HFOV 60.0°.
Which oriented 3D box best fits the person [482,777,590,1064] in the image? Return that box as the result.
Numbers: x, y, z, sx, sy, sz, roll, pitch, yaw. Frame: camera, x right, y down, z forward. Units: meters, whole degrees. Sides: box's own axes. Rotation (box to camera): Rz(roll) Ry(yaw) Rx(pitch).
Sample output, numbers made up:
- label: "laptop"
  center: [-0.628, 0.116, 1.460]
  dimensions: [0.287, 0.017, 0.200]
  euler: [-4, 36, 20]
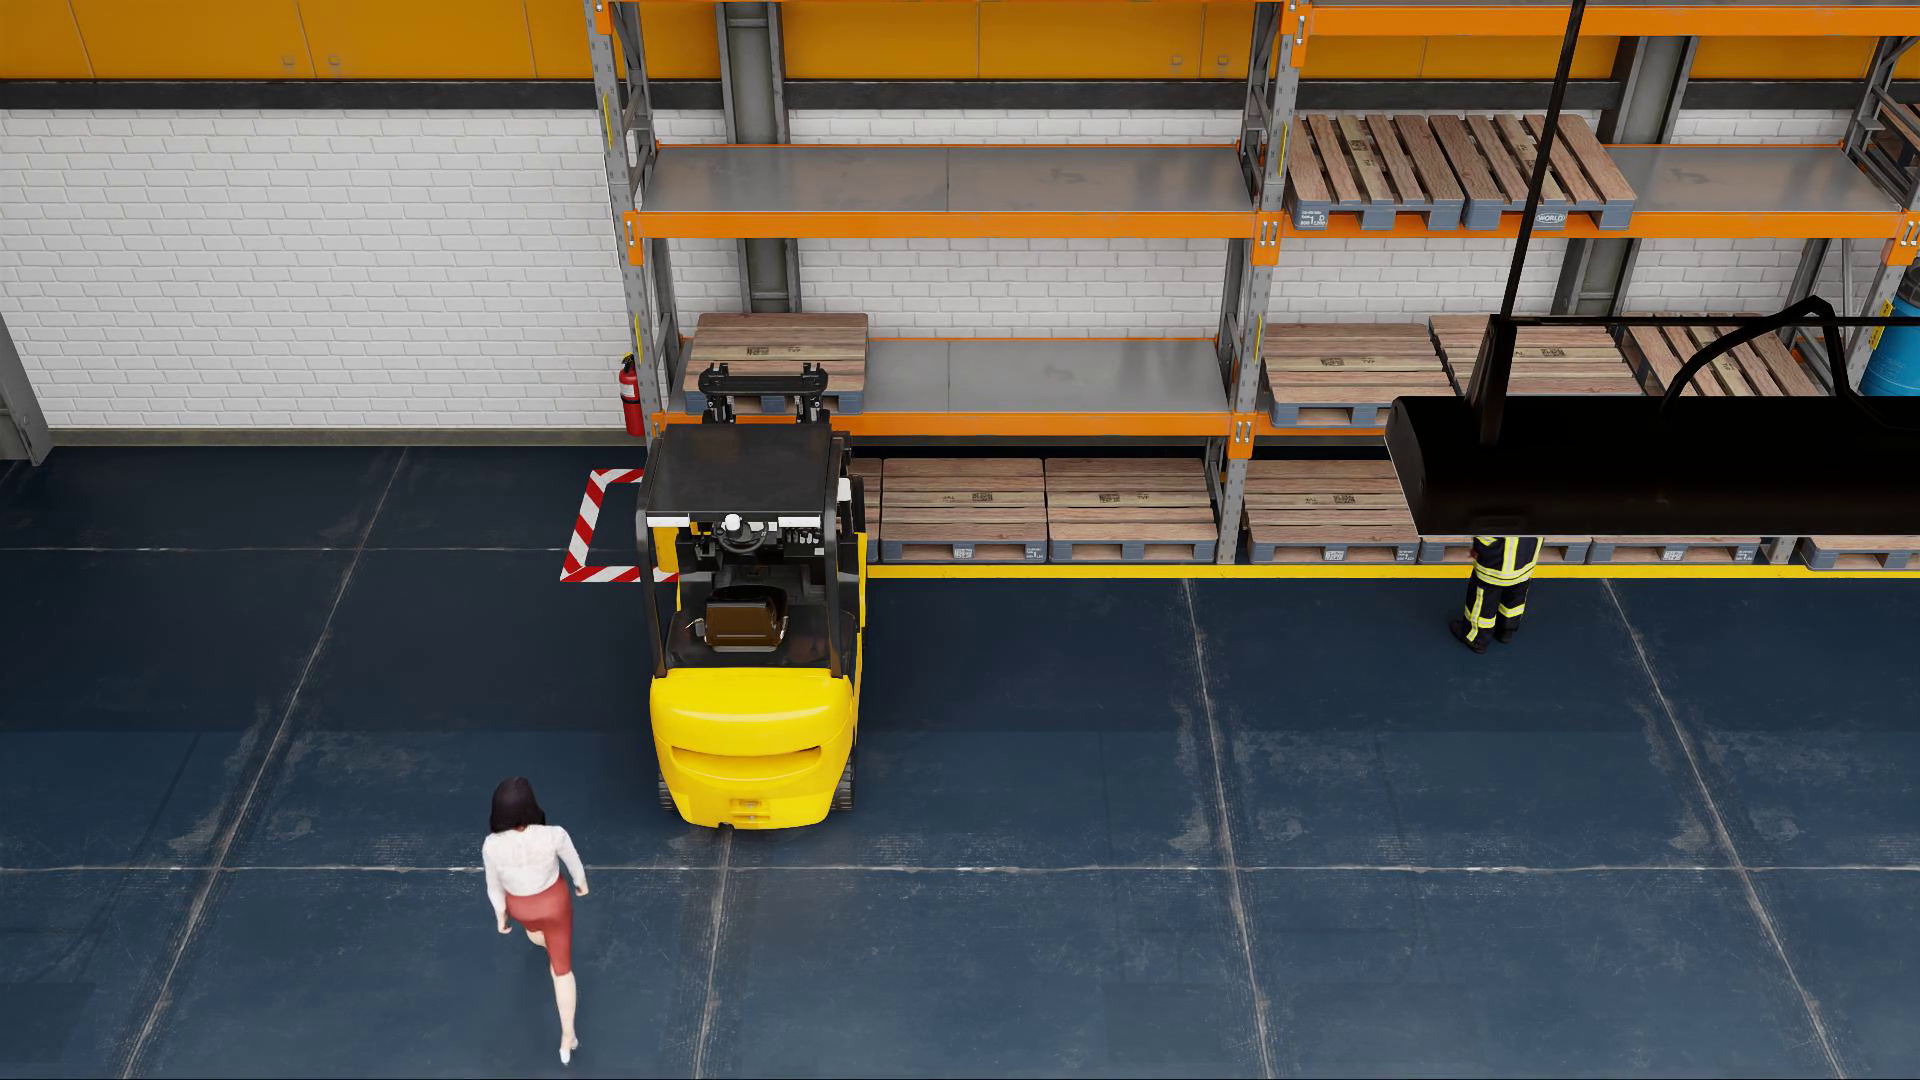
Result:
- label: "person"
  center: [-2.119, 1.950, 8.440]
  dimensions: [1.107, 1.691, 0.840]
  euler: [-7, 39, -9]
